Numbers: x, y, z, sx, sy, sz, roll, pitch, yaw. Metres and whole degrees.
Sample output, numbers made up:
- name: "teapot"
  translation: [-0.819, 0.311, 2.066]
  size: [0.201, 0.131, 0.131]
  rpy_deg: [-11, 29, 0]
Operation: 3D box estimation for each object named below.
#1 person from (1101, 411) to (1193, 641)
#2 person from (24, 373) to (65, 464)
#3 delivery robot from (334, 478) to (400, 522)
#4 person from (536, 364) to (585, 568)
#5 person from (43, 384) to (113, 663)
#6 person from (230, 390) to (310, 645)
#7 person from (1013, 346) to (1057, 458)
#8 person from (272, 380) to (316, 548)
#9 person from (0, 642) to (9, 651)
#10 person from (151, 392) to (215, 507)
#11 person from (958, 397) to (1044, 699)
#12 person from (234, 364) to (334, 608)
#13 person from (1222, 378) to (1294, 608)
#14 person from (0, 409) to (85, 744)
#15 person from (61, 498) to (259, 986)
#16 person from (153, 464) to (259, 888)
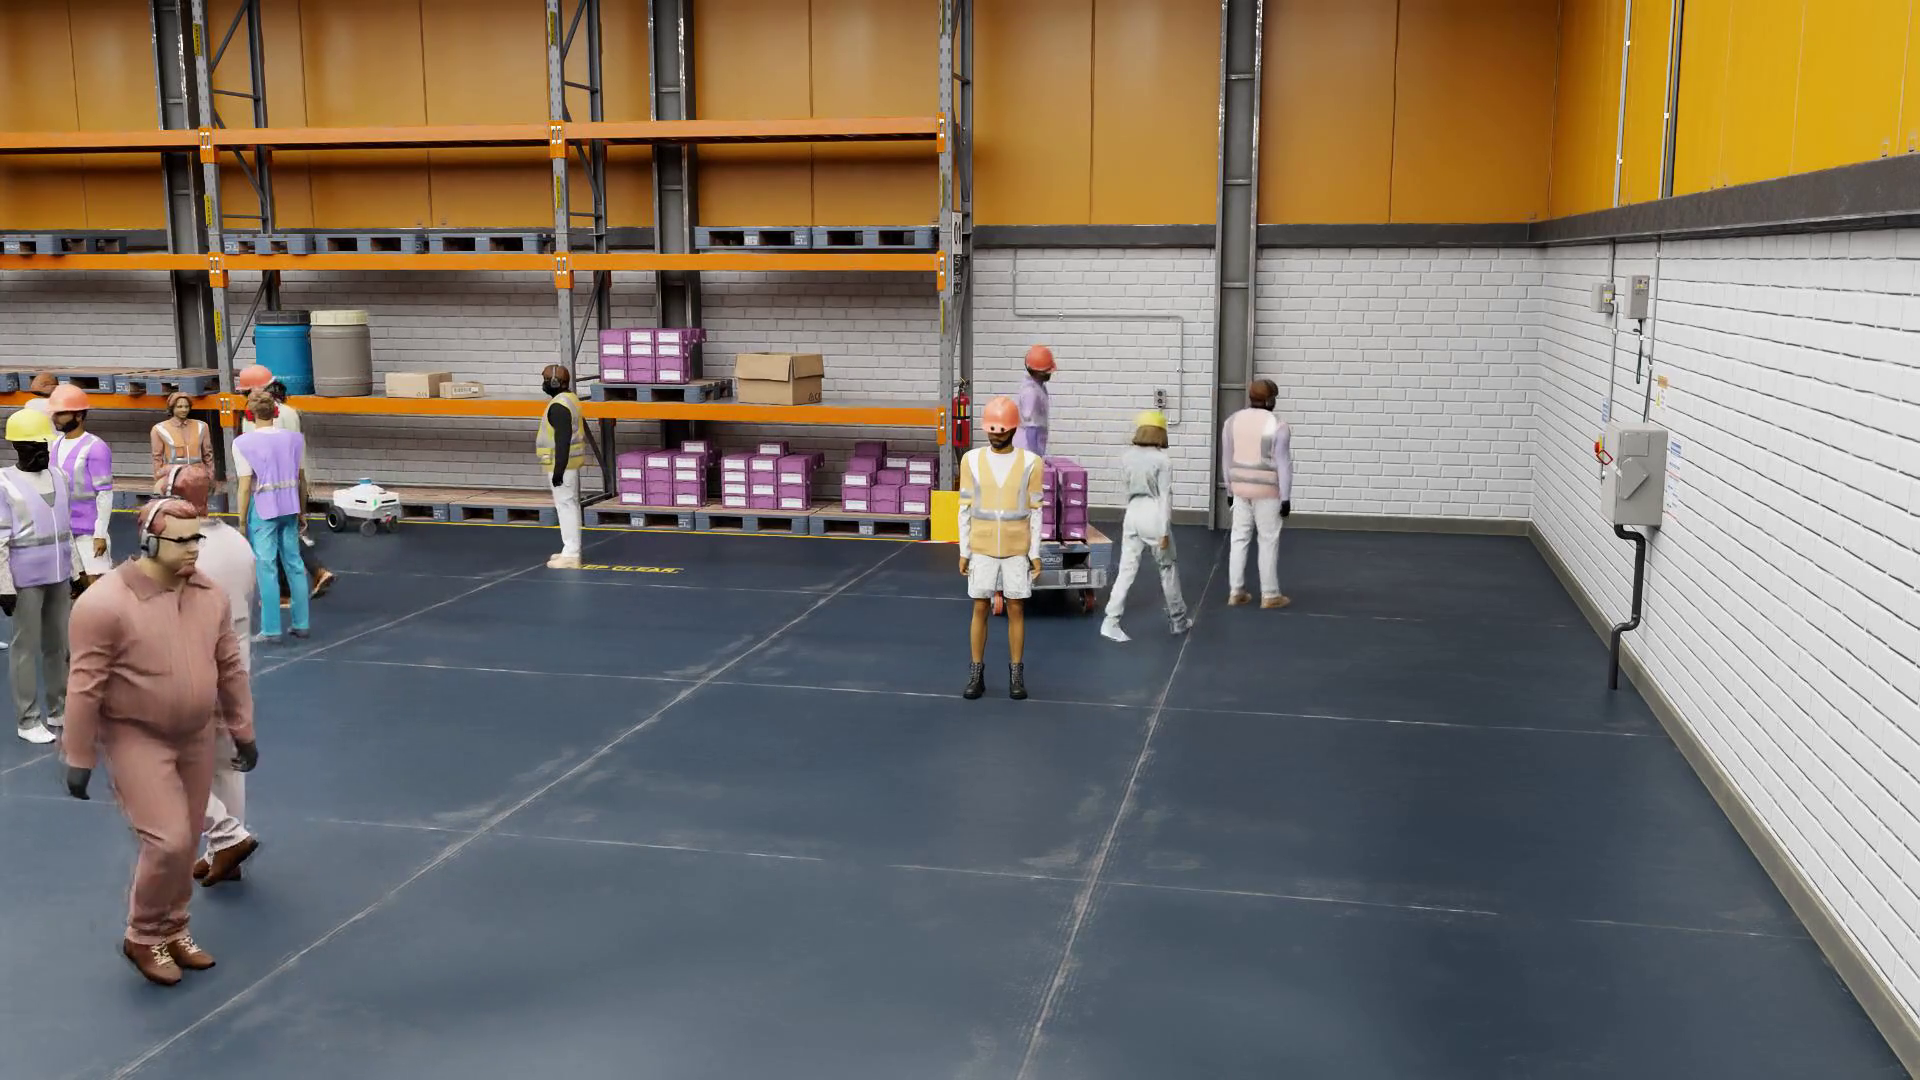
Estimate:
- name: "person"
  translation: [1.346, -0.104, 12.217]
  size: [0.495, 1.682, 0.874]
  rpy_deg: [8, 12, 40]
- name: "person"
  translation: [-9.277, -0.884, 16.946]
  size: [0.501, 1.631, 0.287]
  rpy_deg: [3, 10, 18]
- name: "delivery robot"
  translation: [-6.043, -0.393, 16.945]
  size: [0.707, 0.478, 0.477]
  rpy_deg: [6, 11, 33]
- name: "person"
  translation: [-3.610, -0.669, 15.056]
  size: [0.429, 1.841, 0.633]
  rpy_deg: [-1, 10, -5]
- name: "person"
  translation: [-6.018, -0.095, 11.365]
  size: [0.543, 1.942, 0.350]
  rpy_deg: [5, 11, 26]
- name: "person"
  translation: [-4.963, -0.159, 12.035]
  size: [0.372, 1.840, 0.569]
  rpy_deg: [6, 11, 32]
- name: "person"
  translation: [0.635, -0.842, 15.667]
  size: [0.587, 1.989, 0.698]
  rpy_deg: [1, 10, 6]
- name: "person"
  translation: [-6.500, -0.702, 15.826]
  size: [0.838, 1.632, 0.540]
  rpy_deg: [5, 11, 29]
- name: "person"
  translation: [-6.913, -0.022, 11.515]
  size: [0.577, 1.738, 0.537]
  rpy_deg: [-4, 10, -20]
- name: "person"
  translation: [-6.828, -0.491, 14.638]
  size: [0.317, 1.630, 0.510]
  rpy_deg: [9, 13, 44]
- name: "person"
  translation: [0.255, 0.056, 10.508]
  size: [0.542, 1.928, 0.374]
  rpy_deg: [1, 10, 4]
- name: "person"
  translation: [-5.398, -0.414, 13.165]
  size: [0.558, 1.966, 0.610]
  rpy_deg: [2, 10, 11]
- name: "person"
  translation: [2.399, -0.375, 13.323]
  size: [0.633, 1.841, 0.429]
  rpy_deg: [9, 13, 43]
- name: "person"
  translation: [-5.331, 0.202, 9.645]
  size: [0.366, 1.926, 0.592]
  rpy_deg: [2, 10, 14]
- name: "person"
  translation: [-3.044, 0.772, 6.382]
  size: [0.499, 1.882, 0.686]
  rpy_deg: [4, 10, 23]
- name: "person"
  translation: [-3.365, 0.609, 7.322]
  size: [0.420, 1.892, 0.673]
  rpy_deg: [2, 10, 11]
